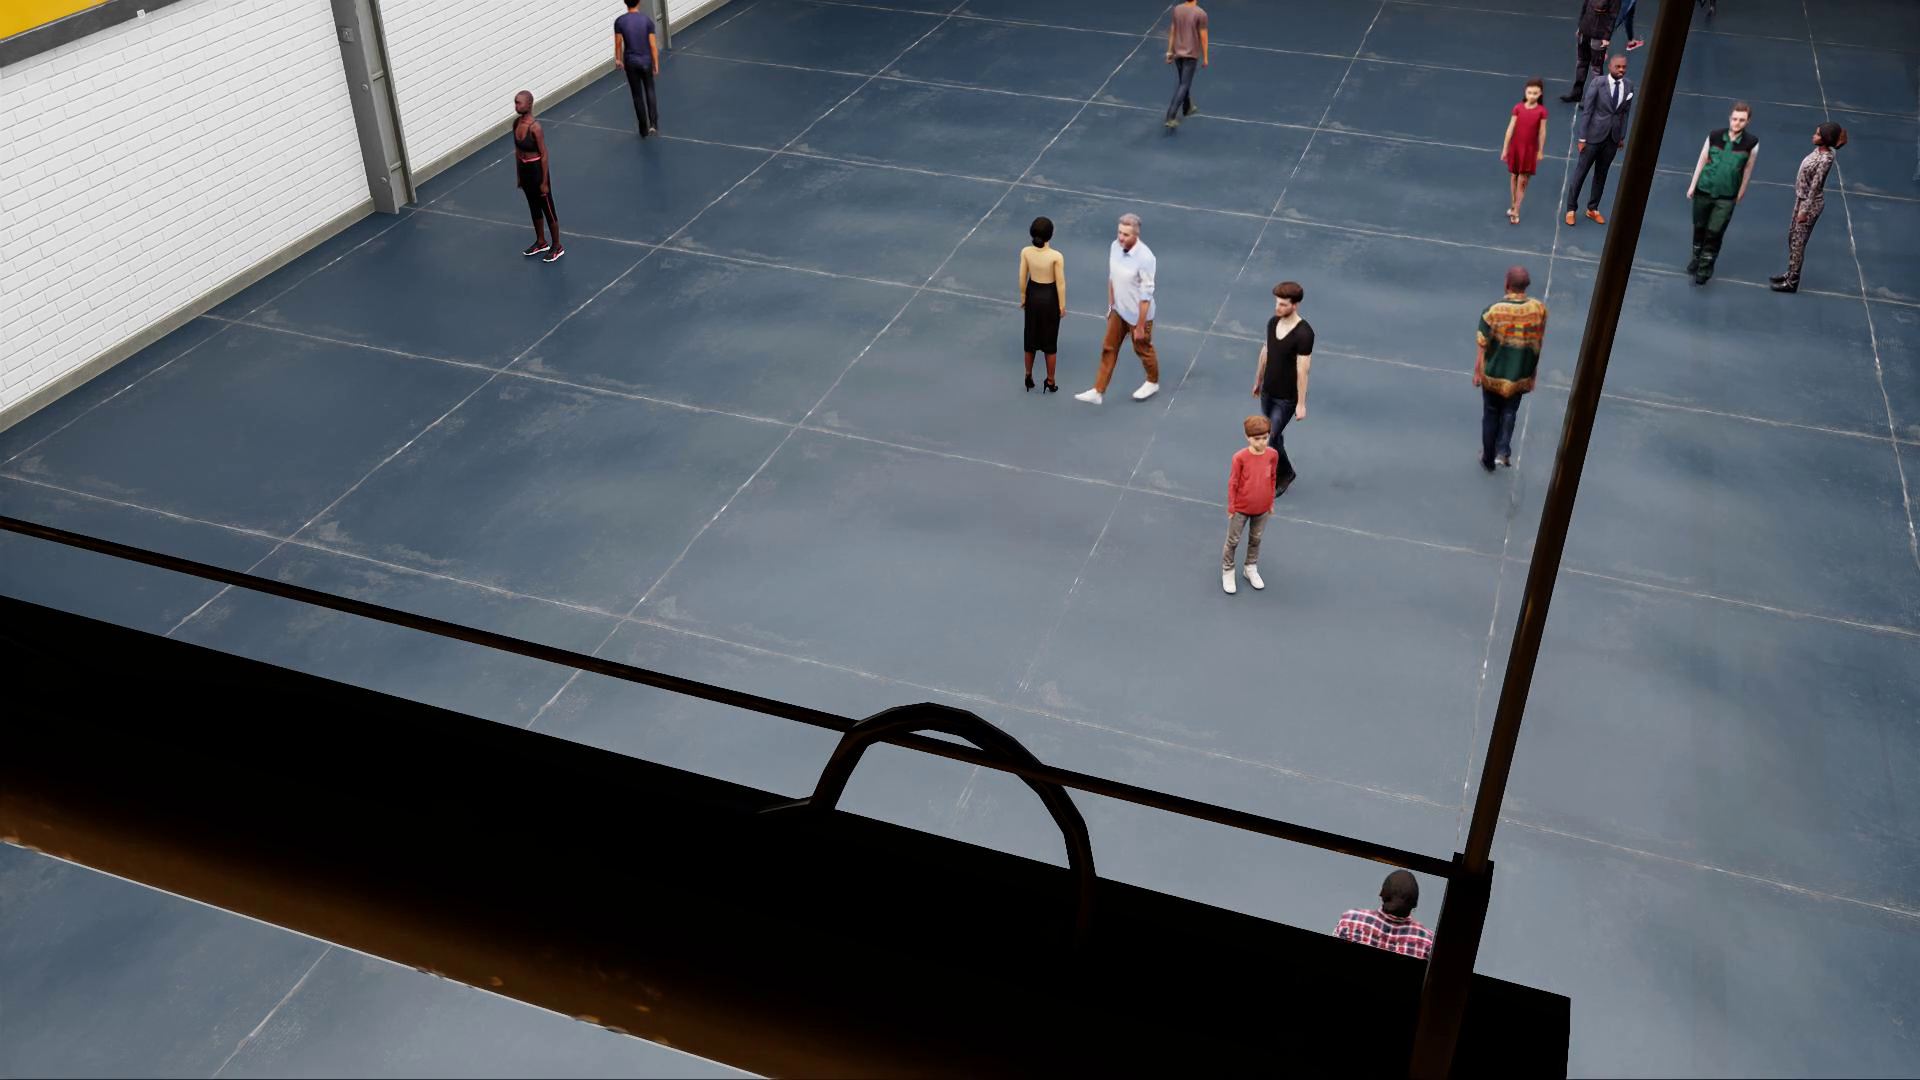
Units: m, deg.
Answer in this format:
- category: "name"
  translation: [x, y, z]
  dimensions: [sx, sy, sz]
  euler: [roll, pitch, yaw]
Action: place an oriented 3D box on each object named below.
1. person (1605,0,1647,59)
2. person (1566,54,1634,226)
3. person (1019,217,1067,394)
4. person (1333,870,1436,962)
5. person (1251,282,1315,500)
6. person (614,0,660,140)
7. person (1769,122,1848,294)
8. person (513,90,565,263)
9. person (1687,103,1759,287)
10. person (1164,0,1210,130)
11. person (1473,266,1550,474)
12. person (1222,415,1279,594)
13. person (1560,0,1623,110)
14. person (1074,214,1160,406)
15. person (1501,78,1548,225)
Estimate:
- category: "person"
  translation: [9.000, -7.326, 22.505]
  dimensions: [1.188, 1.663, 1.108]
  euler: [-15, 37, -22]
- category: "person"
  translation: [6.860, -4.305, 17.815]
  dimensions: [0.785, 1.824, 0.774]
  euler: [-4, 34, -5]
- category: "person"
  translation: [0.716, -2.054, 14.583]
  dimensions: [0.575, 1.652, 0.543]
  euler: [14, 36, 19]
- category: "person"
  translation: [1.975, 2.292, 7.966]
  dimensions: [0.695, 1.739, 1.059]
  euler: [11, 35, 17]
- category: "person"
  translation: [2.601, -1.171, 13.045]
  dimensions: [0.896, 1.883, 0.837]
  euler: [-14, 36, -20]
- category: "person"
  translation: [-3.859, -5.685, 19.931]
  dimensions: [0.761, 1.779, 0.789]
  euler: [-8, 35, -12]
- category: "person"
  translation: [8.343, -3.274, 16.361]
  dimensions: [0.641, 1.715, 0.517]
  euler: [8, 34, 11]
- category: "person"
  translation: [-4.340, -3.738, 17.021]
  dimensions: [0.641, 1.758, 0.619]
  euler: [21, 39, 29]
- category: "person"
  translation: [7.570, -3.494, 16.609]
  dimensions: [0.823, 1.808, 1.113]
  euler: [21, 39, 28]
- category: "person"
  translation: [2.710, -5.858, 20.229]
  dimensions: [0.870, 1.737, 1.209]
  euler: [23, 40, 30]
- category: "person"
  translation: [4.389, -1.301, 13.323]
  dimensions: [0.777, 1.793, 0.804]
  euler: [4, 34, 5]
- category: "person"
  translation: [2.116, -0.280, 12.128]
  dimensions: [0.595, 1.416, 0.624]
  euler: [-7, 34, -10]
- category: "person"
  translation: [8.003, -6.378, 20.919]
  dimensions: [0.847, 1.839, 0.781]
  euler: [-14, 36, -20]
- category: "person"
  translation: [1.553, -2.006, 14.401]
  dimensions: [1.219, 1.774, 1.055]
  euler: [-21, 39, -29]
- category: "person"
  translation: [6.119, -4.254, 18.001]
  dimensions: [0.630, 1.533, 0.843]
  euler: [17, 37, 24]
